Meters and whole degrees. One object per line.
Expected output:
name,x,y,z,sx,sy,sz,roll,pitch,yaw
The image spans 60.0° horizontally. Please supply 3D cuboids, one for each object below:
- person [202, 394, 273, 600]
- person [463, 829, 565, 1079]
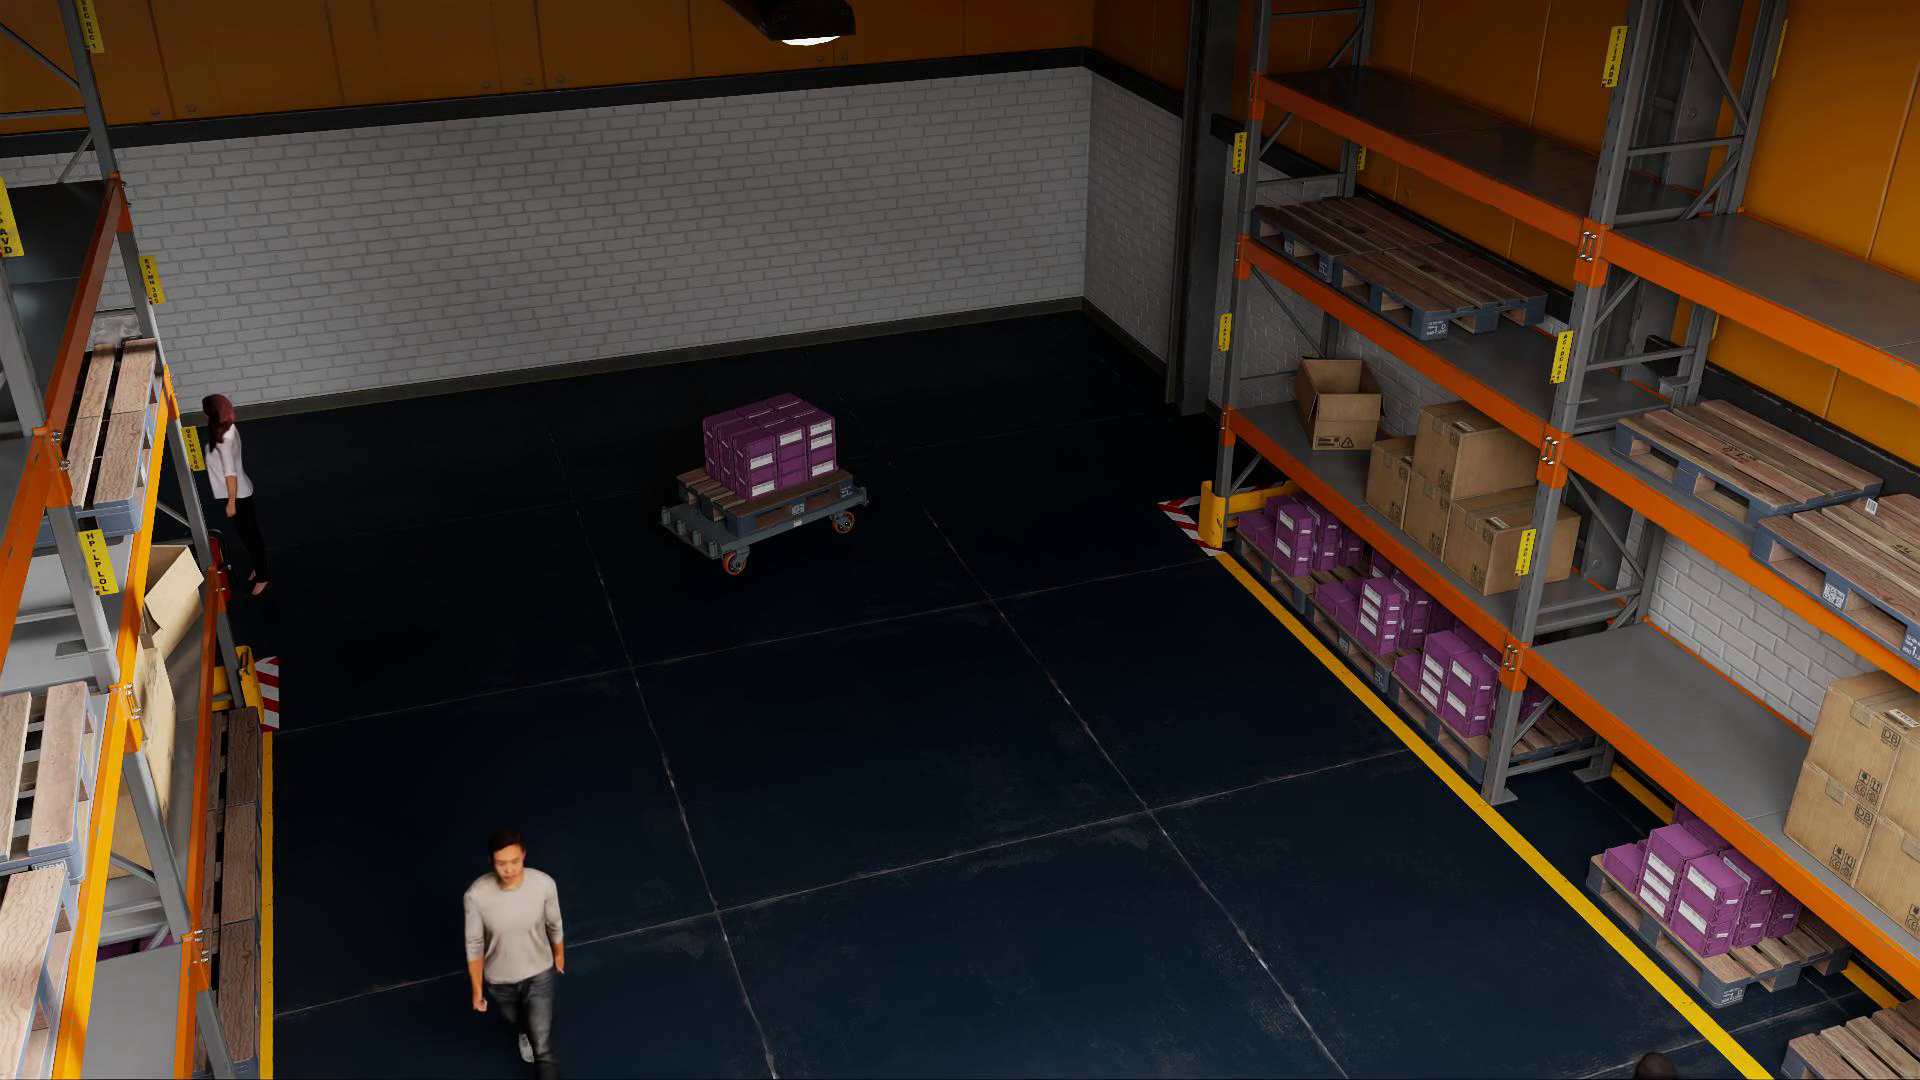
person,-5.878,-0.367,13.550,0.669,1.795,0.457,-11,31,-20
person,-2.354,2.225,8.823,0.745,1.772,1.169,-6,29,-11
